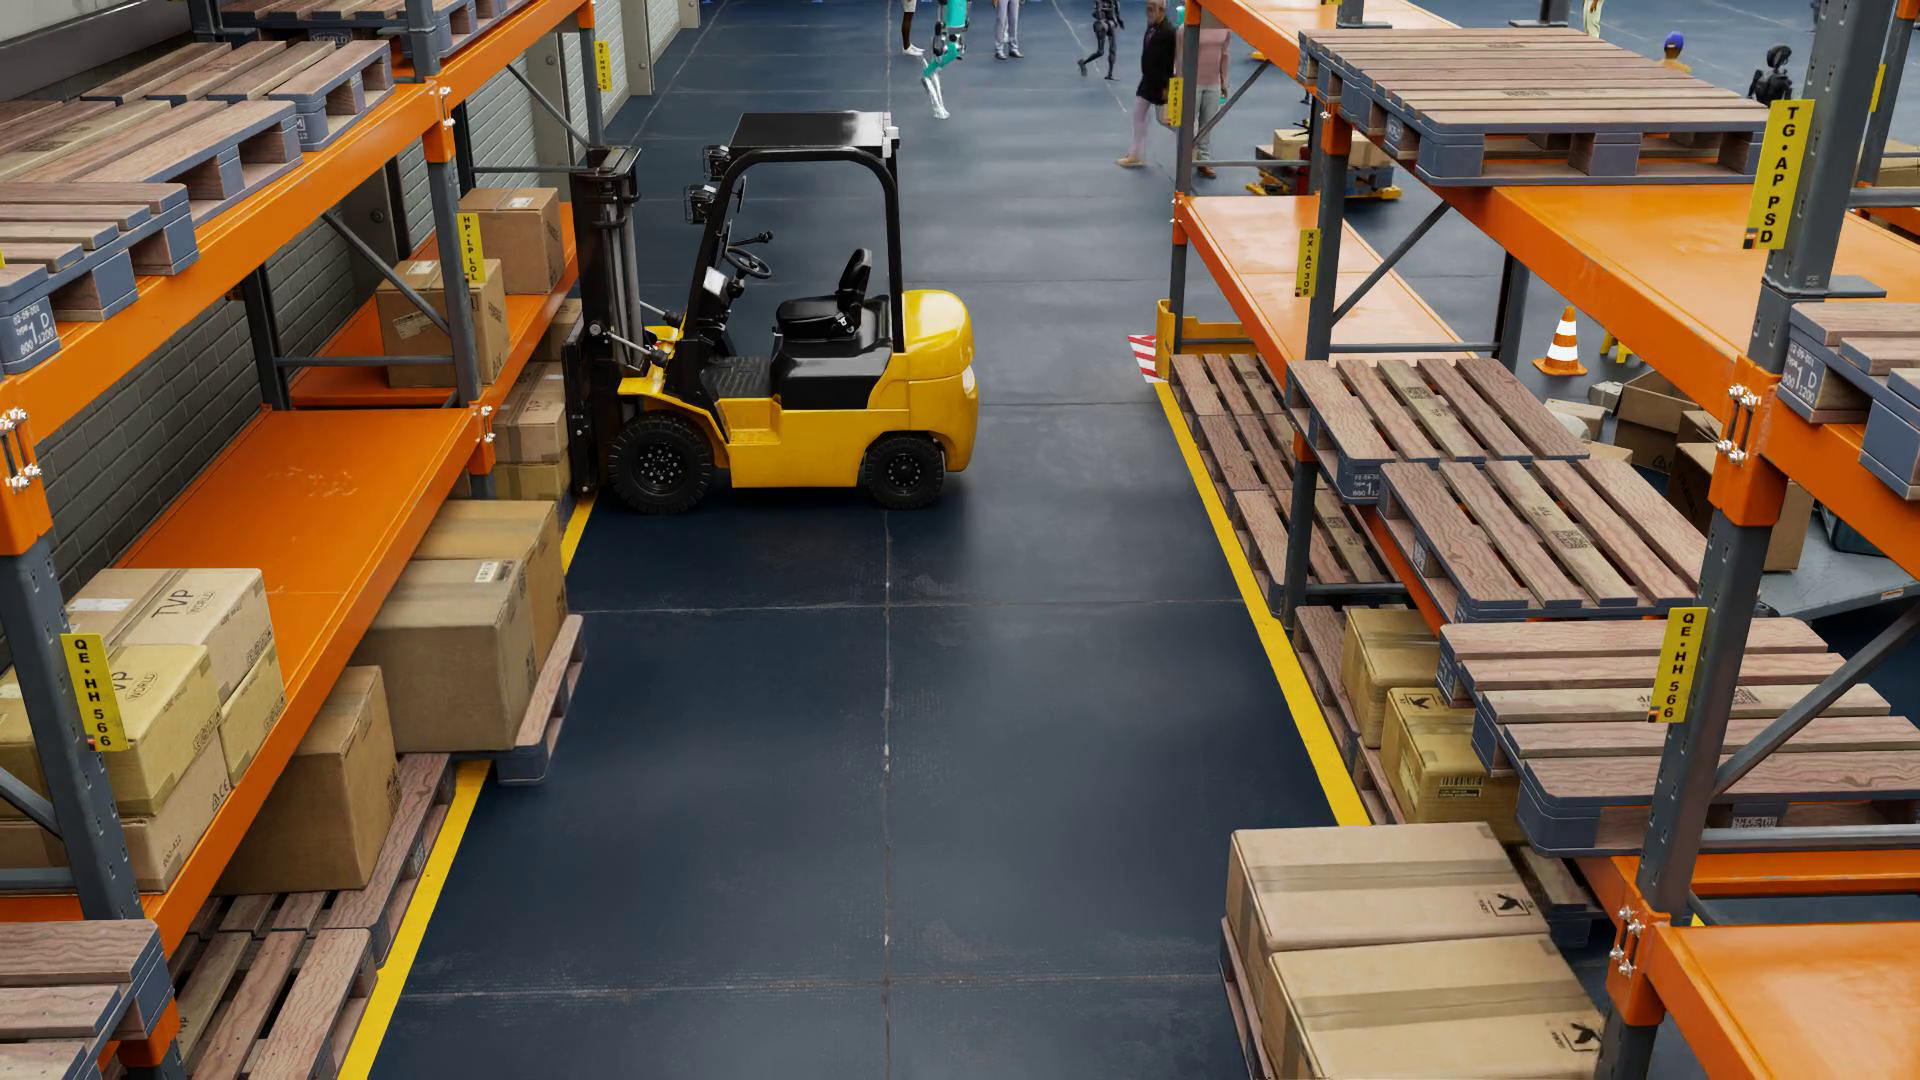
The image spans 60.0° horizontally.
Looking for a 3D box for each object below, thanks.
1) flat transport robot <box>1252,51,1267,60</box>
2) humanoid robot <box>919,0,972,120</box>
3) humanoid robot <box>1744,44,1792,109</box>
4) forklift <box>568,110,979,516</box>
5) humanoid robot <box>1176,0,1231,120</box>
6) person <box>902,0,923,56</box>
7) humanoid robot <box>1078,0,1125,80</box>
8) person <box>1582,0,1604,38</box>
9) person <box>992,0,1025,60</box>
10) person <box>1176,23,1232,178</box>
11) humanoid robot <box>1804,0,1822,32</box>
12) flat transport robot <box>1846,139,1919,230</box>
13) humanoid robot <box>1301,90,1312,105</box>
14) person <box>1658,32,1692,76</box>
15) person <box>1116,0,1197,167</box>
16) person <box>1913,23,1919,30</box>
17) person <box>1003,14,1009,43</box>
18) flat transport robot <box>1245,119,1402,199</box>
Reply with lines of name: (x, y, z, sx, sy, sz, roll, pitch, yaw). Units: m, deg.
flat transport robot: (5.036, -7.319, 24.803, 0.659, 0.231, 1.431, 22, 33, 39)
humanoid robot: (-0.250, -6.081, 20.439, 0.831, 1.738, 0.532, 23, 33, 39)
humanoid robot: (7.627, -3.928, 15.985, 0.610, 1.634, 0.589, -8, 27, -17)
forklift: (-1.043, -1.379, 9.976, 2.313, 2.155, 1.214, -1, 25, -2)
humanoid robot: (2.774, -5.272, 18.723, 0.751, 1.761, 0.531, -1, 25, -2)
person: (-0.750, -8.212, 24.785, 0.368, 1.898, 0.555, 1, 25, 2)
humanoid robot: (1.969, -7.190, 22.900, 0.574, 1.643, 0.590, 18, 31, 33)
person: (9.002, -7.651, 23.607, 0.399, 1.893, 0.533, 3, 25, 7)
person: (0.684, -8.027, 24.477, 0.566, 1.832, 0.403, -17, 30, -31)
person: (2.543, -4.768, 17.451, 0.627, 1.937, 0.376, -9, 27, -19)
humanoid robot: (13.961, -9.034, 26.787, 0.393, 1.650, 0.609, 13, 28, 25)
flat transport robot: (7.161, -1.943, 13.418, 1.431, 0.231, 0.659, 4, 26, 9)
humanoid robot: (4.571, -6.414, 21.225, 0.596, 1.648, 0.337, -18, 31, -33)
person: (7.004, -4.181, 16.516, 0.441, 1.660, 0.989, 18, 31, 33)
person: (2.183, -4.962, 17.996, 0.888, 1.819, 0.553, -9, 27, -18)
person: (15.691, -9.143, 26.935, 0.522, 1.742, 0.732, 2, 25, 5)
person: (0.767, -8.755, 26.144, 0.562, 1.725, 0.823, 9, 27, 18)
flat transport robot: (3.698, -3.614, 16.957, 1.431, 0.231, 0.659, -5, 26, -11)
